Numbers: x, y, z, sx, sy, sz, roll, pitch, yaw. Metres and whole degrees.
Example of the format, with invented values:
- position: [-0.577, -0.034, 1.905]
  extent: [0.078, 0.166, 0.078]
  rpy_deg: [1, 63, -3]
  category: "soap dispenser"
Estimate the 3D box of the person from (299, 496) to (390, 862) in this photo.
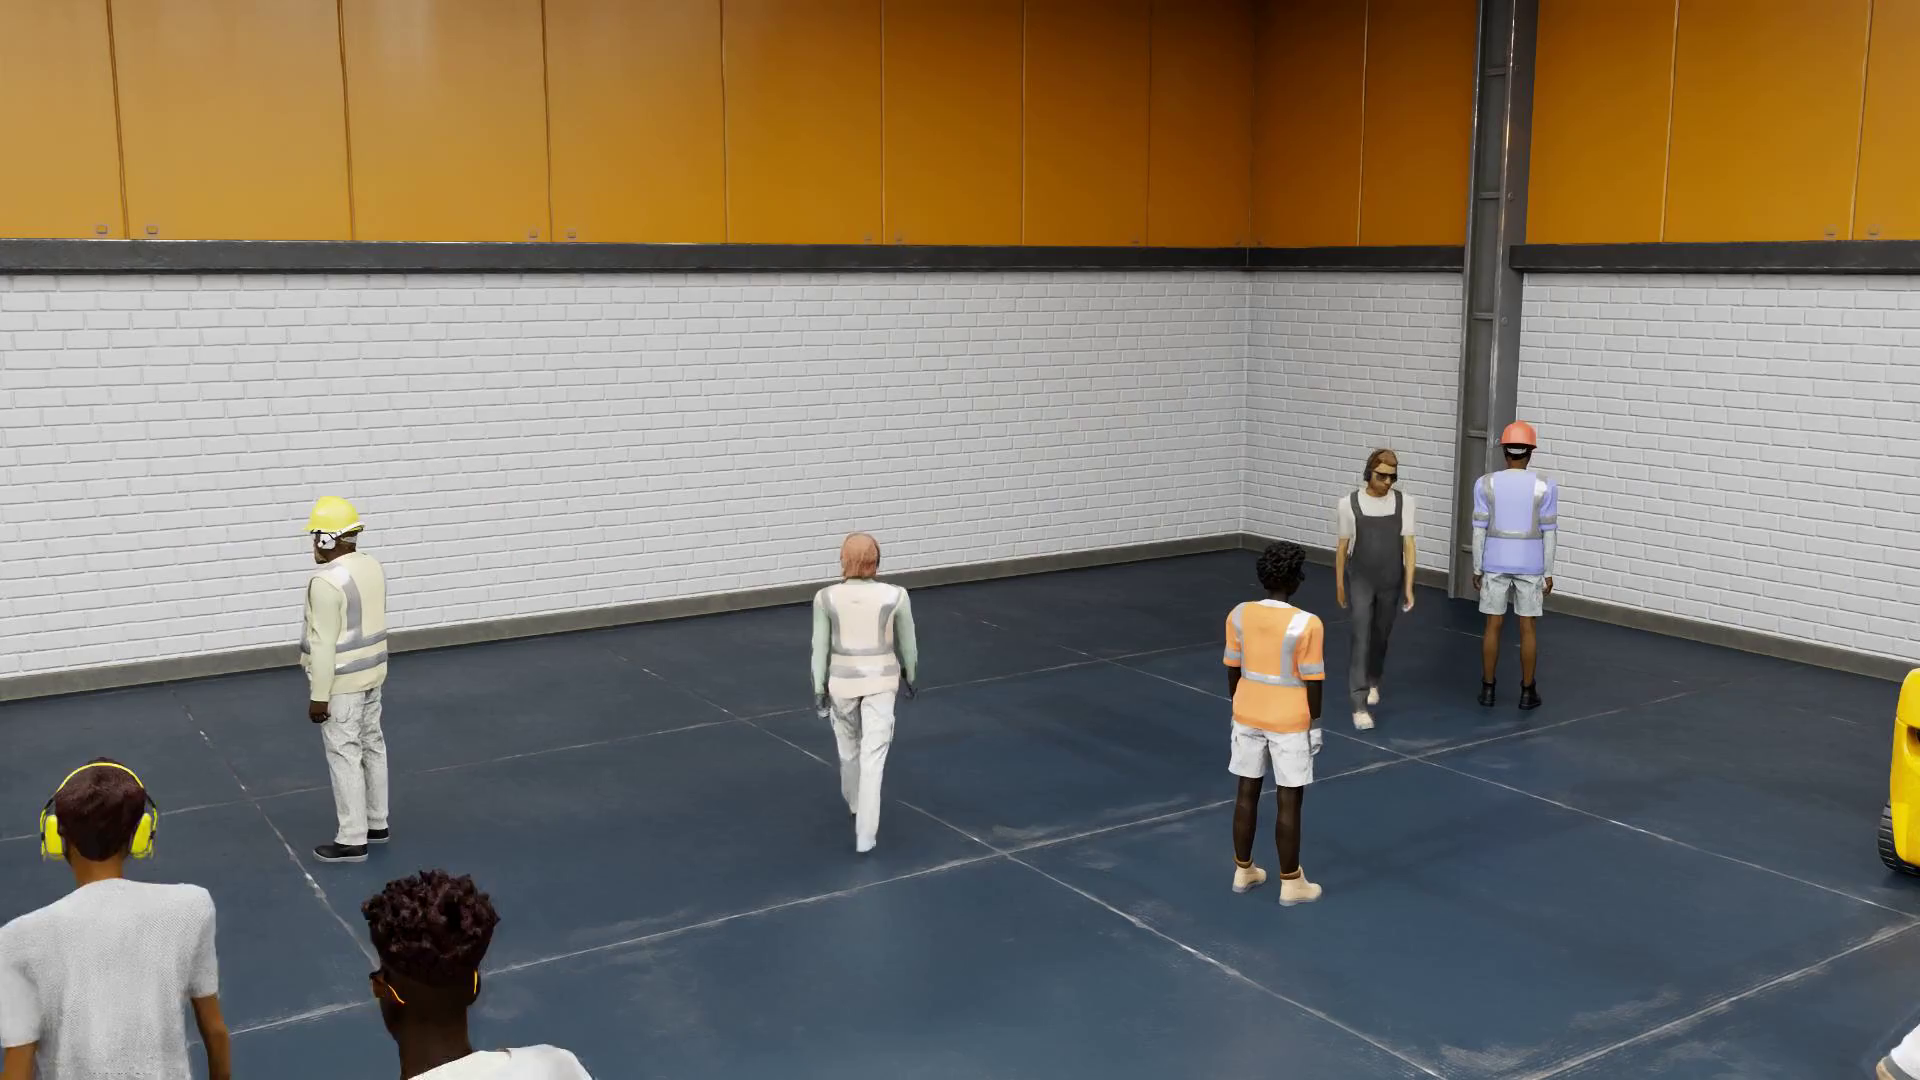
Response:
- position: [-3.079, 0.687, 8.334]
  extent: [0.403, 1.827, 0.596]
  rpy_deg: [1, 10, 7]
  category: "person"

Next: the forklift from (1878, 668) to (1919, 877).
- position: [5.511, 0.571, 7.906]
  extent: [2.313, 2.155, 1.214]
  rpy_deg: [-6, 11, -33]
  category: "forklift"

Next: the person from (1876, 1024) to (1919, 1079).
- position: [3.564, 1.170, 5.444]
  extent: [0.617, 1.828, 0.989]
  rpy_deg: [-4, 10, -22]
  category: "person"

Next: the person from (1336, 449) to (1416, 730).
- position: [2.712, 0.279, 10.928]
  extent: [0.495, 1.796, 0.951]
  rpy_deg: [0, 9, 2]
  category: "person"

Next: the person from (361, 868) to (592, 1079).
- position: [-0.853, 1.542, 2.922]
  extent: [0.972, 1.920, 0.640]
  rpy_deg: [6, 11, 32]
  category: "person"

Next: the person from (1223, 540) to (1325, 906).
- position: [1.465, 0.845, 7.749]
  extent: [0.322, 1.697, 0.535]
  rpy_deg: [-9, 13, -43]
  category: "person"

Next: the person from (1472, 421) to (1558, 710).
- position: [3.695, 0.171, 11.112]
  extent: [0.542, 1.930, 0.366]
  rpy_deg: [4, 10, 22]
  category: "person"

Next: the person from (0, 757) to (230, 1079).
- position: [-1.961, 1.438, 3.889]
  extent: [0.560, 1.809, 0.930]
  rpy_deg: [-7, 12, -36]
  category: "person"

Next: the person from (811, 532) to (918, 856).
- position: [-0.484, 0.758, 8.573]
  extent: [0.524, 1.594, 0.845]
  rpy_deg: [1, 9, 7]
  category: "person"
